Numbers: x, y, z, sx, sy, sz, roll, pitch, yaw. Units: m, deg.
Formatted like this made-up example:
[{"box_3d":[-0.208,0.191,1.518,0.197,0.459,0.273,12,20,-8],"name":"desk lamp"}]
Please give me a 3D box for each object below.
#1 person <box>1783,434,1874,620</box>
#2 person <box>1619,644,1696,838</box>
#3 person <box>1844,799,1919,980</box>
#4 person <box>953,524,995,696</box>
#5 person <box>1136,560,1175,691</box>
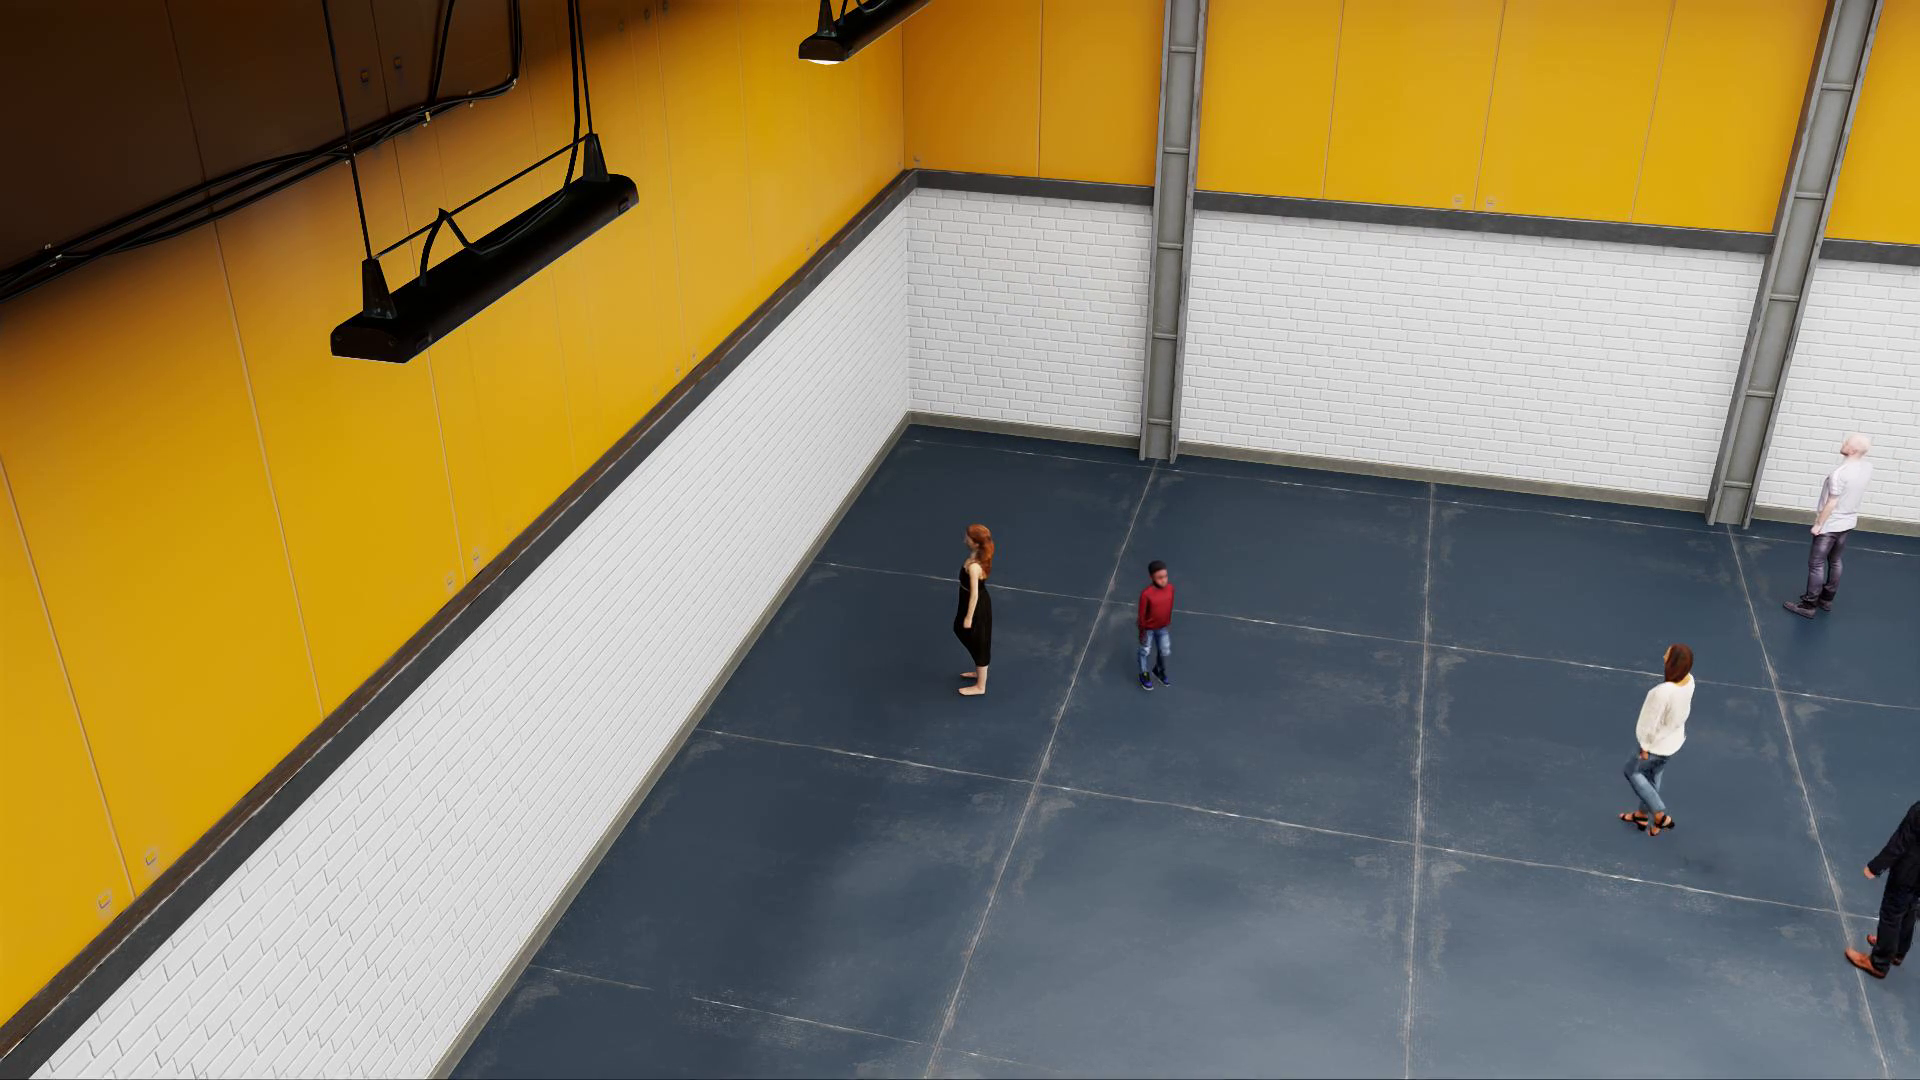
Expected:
[{"box_3d":[8.107,-0.146,15.420,0.744,1.831,0.807,-15,32,-25],"name":"person"},{"box_3d":[5.330,1.542,12.493,0.789,1.671,0.847,-19,34,-31],"name":"person"},{"box_3d":[6.423,2.212,11.136,0.804,1.794,0.880,-13,31,-22],"name":"person"},{"box_3d":[0.146,0.586,14.292,0.600,1.626,0.587,4,29,7],"name":"person"},{"box_3d":[1.651,0.705,14.471,0.567,1.245,0.644,-11,30,-19],"name":"person"}]
